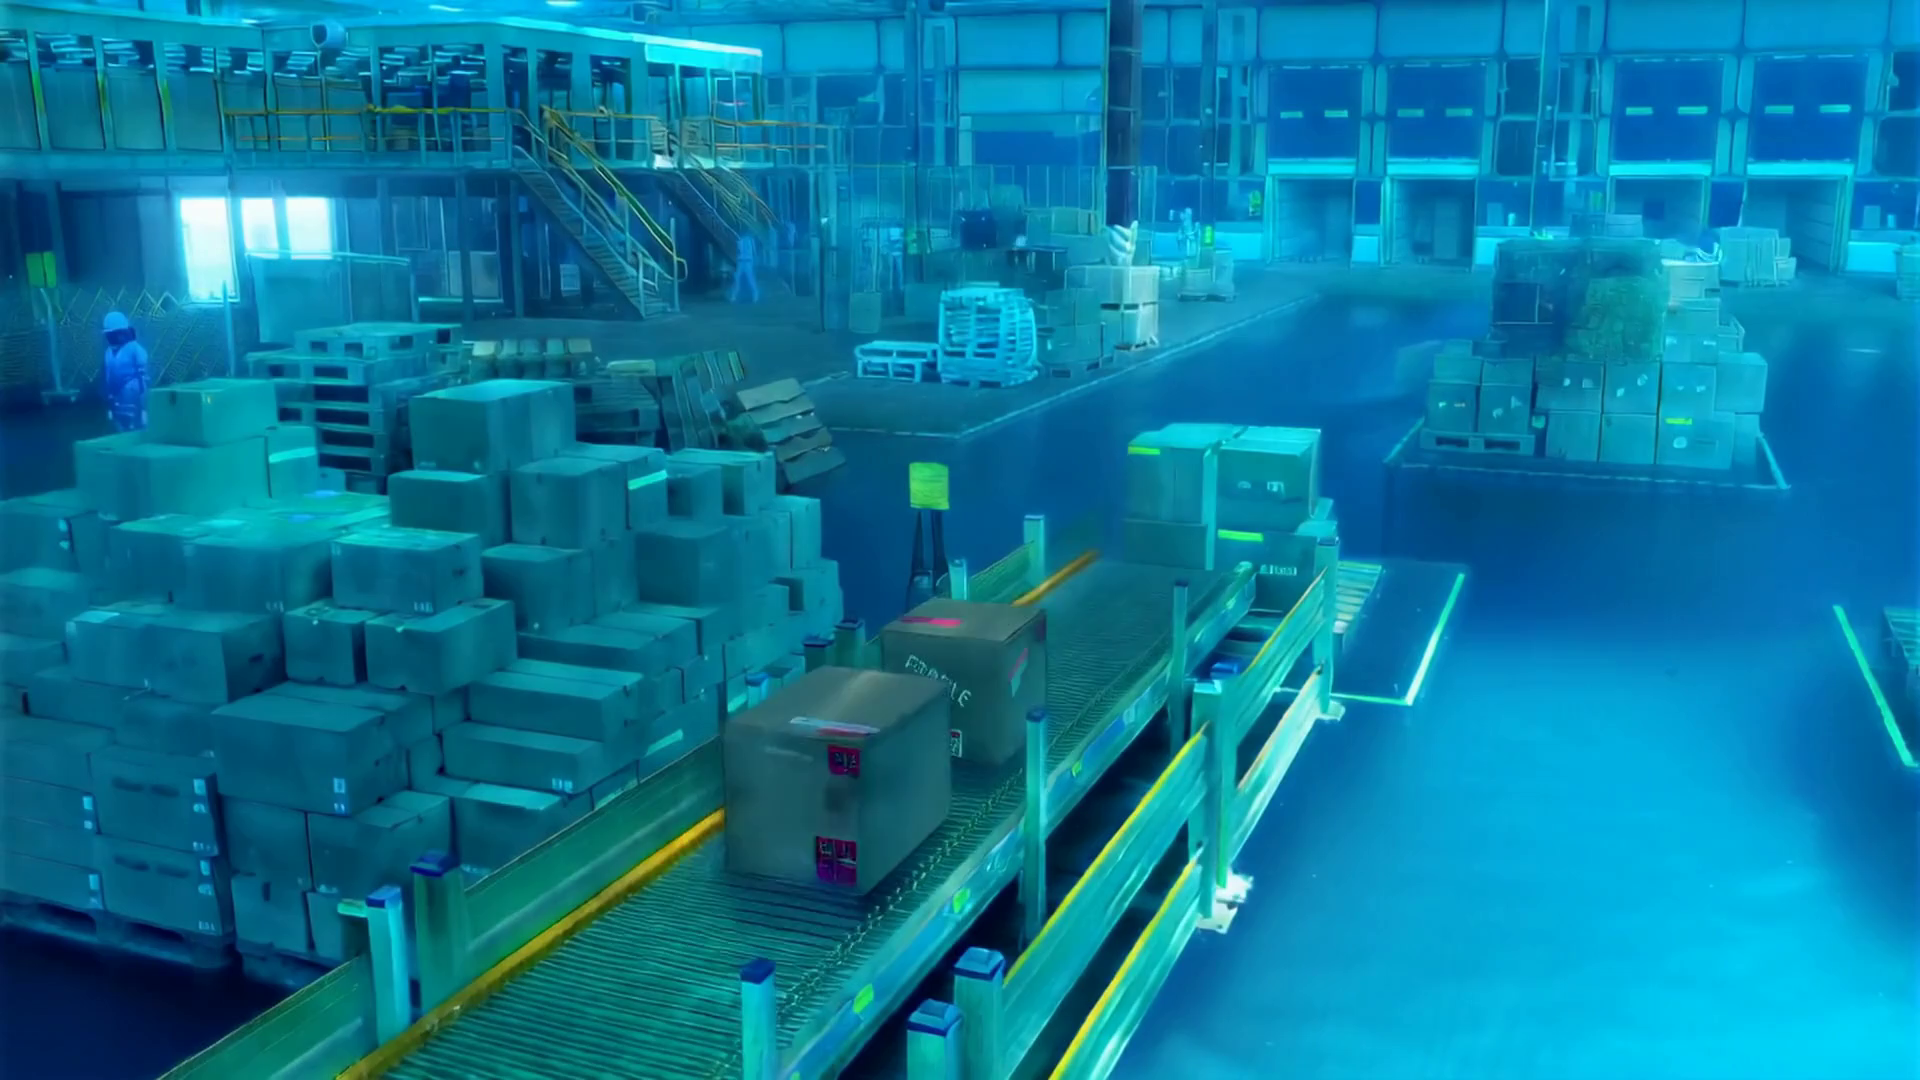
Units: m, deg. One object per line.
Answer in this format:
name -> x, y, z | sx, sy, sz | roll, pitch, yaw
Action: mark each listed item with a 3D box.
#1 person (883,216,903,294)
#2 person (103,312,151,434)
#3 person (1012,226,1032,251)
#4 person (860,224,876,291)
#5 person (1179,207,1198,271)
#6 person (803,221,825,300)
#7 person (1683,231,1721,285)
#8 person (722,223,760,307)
person -> -1.595, -6.953, 40.634 | 0.574, 1.883, 0.355 | -2, 13, -9
person -> -7.640, -1.223, 15.264 | 0.483, 1.735, 0.314 | 5, 13, 20
person -> 1.267, -5.195, 32.661 | 0.661, 1.917, 0.556 | -11, 17, -40
person -> -1.847, -5.453, 33.848 | 0.397, 1.911, 0.587 | 0, 13, 2
person -> 6.814, -8.980, 49.647 | 0.611, 1.917, 0.436 | -2, 13, -10
person -> -3.423, -6.569, 39.081 | 0.512, 1.797, 0.946 | -1, 13, -3
person -> 12.574, -4.288, 28.321 | 0.694, 2.000, 0.952 | -5, 14, -23
person -> -4.835, -6.060, 36.723 | 0.950, 1.841, 0.599 | -12, 17, -43
